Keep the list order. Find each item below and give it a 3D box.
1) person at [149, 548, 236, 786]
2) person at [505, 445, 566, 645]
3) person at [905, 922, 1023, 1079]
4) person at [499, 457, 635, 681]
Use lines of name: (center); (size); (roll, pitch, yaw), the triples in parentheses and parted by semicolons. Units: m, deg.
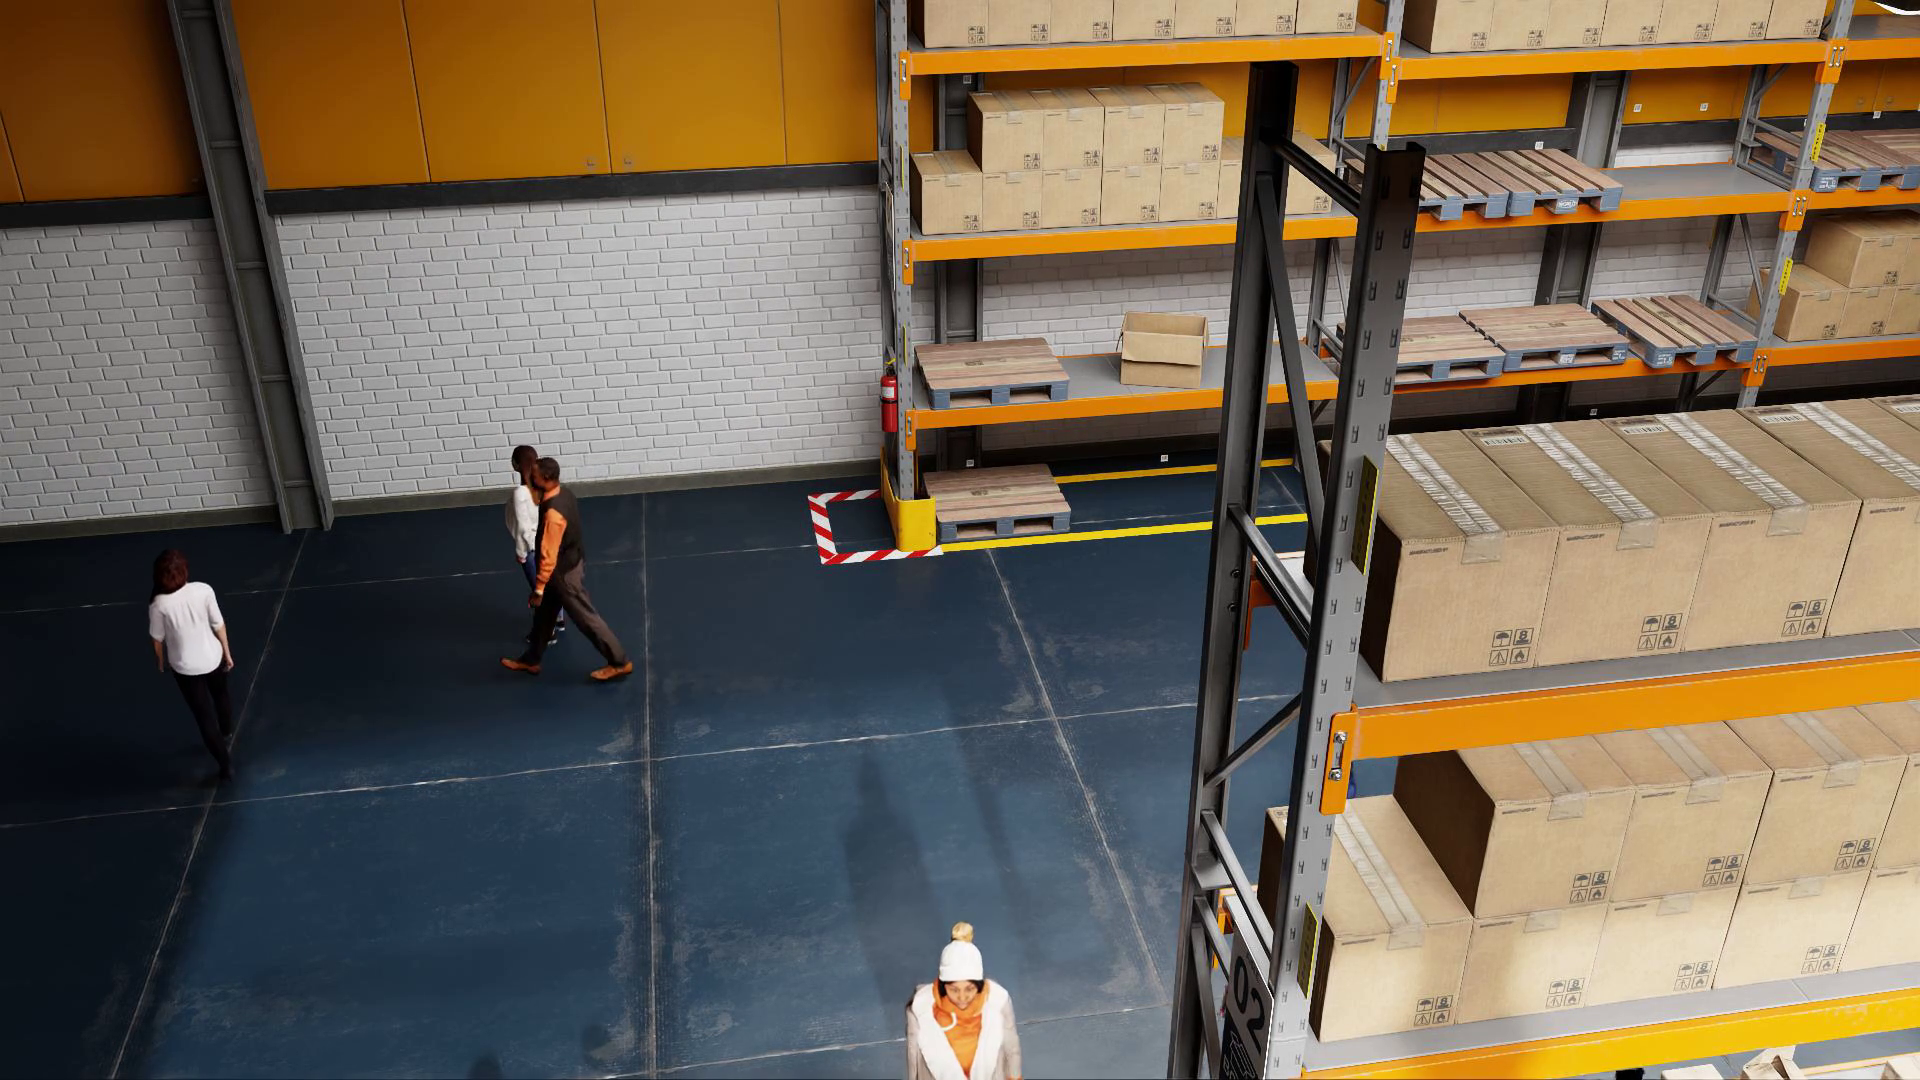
person: (-5.167, 0.912, 11.341); (0.934, 1.775, 0.919); (-22, 36, -35)
person: (-3.320, 0.027, 13.049); (0.681, 1.692, 0.695); (6, 29, 12)
person: (0.005, 2.586, 8.192); (1.010, 1.852, 0.775); (-6, 29, -11)
person: (-2.853, 0.276, 12.417); (1.225, 1.860, 0.696); (-4, 29, -8)
